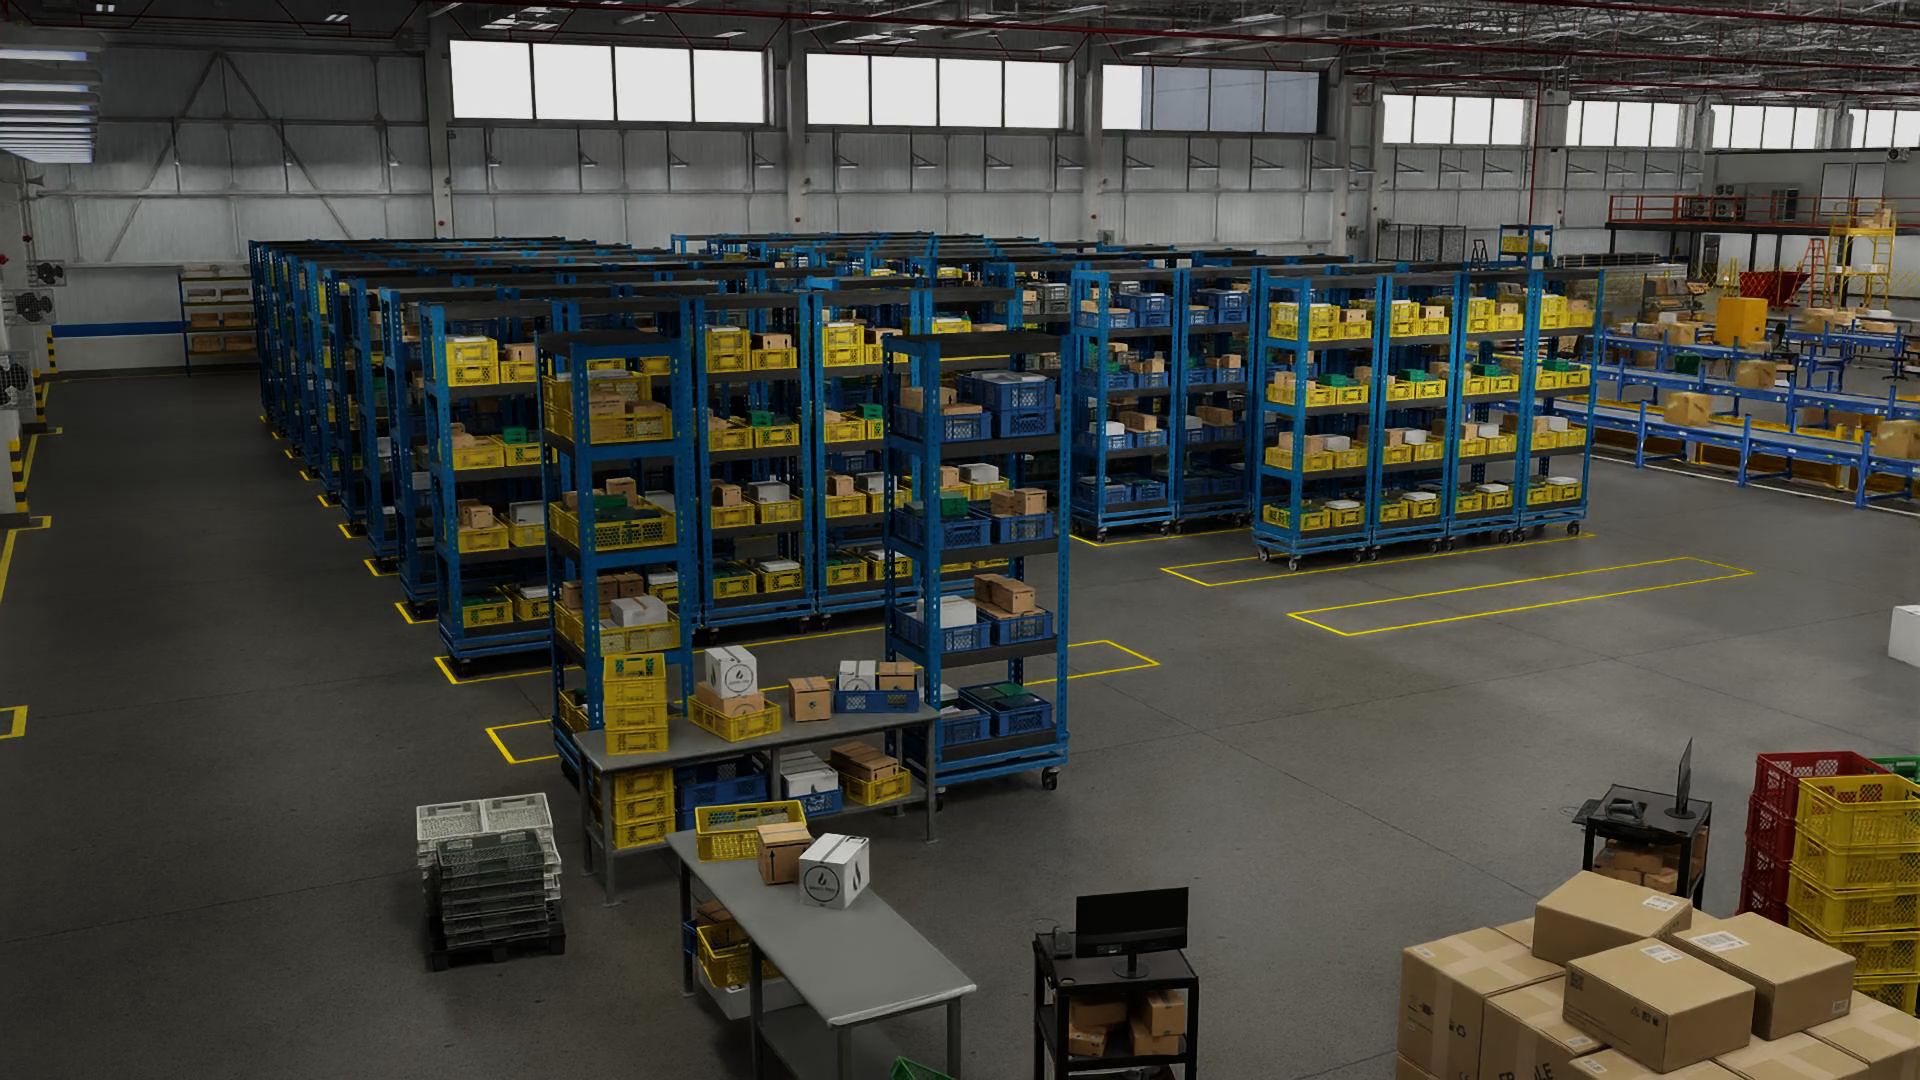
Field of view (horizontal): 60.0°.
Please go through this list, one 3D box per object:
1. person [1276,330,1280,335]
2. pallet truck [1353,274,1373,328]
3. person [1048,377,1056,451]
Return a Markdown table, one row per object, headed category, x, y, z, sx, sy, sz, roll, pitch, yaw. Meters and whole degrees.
| category | x | y | z | sx | sy | sz | roll | pitch | yaw |
| --- | --- | --- | --- | --- | --- | --- | --- | --- | --- |
| person | 8.833 | -5.930 | 45.936 | 0.530 | 1.736 | 0.801 | 8 | 14 | 33 |
| pallet truck | 13.011 | -8.050 | 55.243 | 0.823 | 1.965 | 1.885 | -7 | 14 | -28 |
| person | 1.638 | -1.901 | 26.431 | 0.887 | 2.021 | 0.610 | -6 | 14 | -26 |
